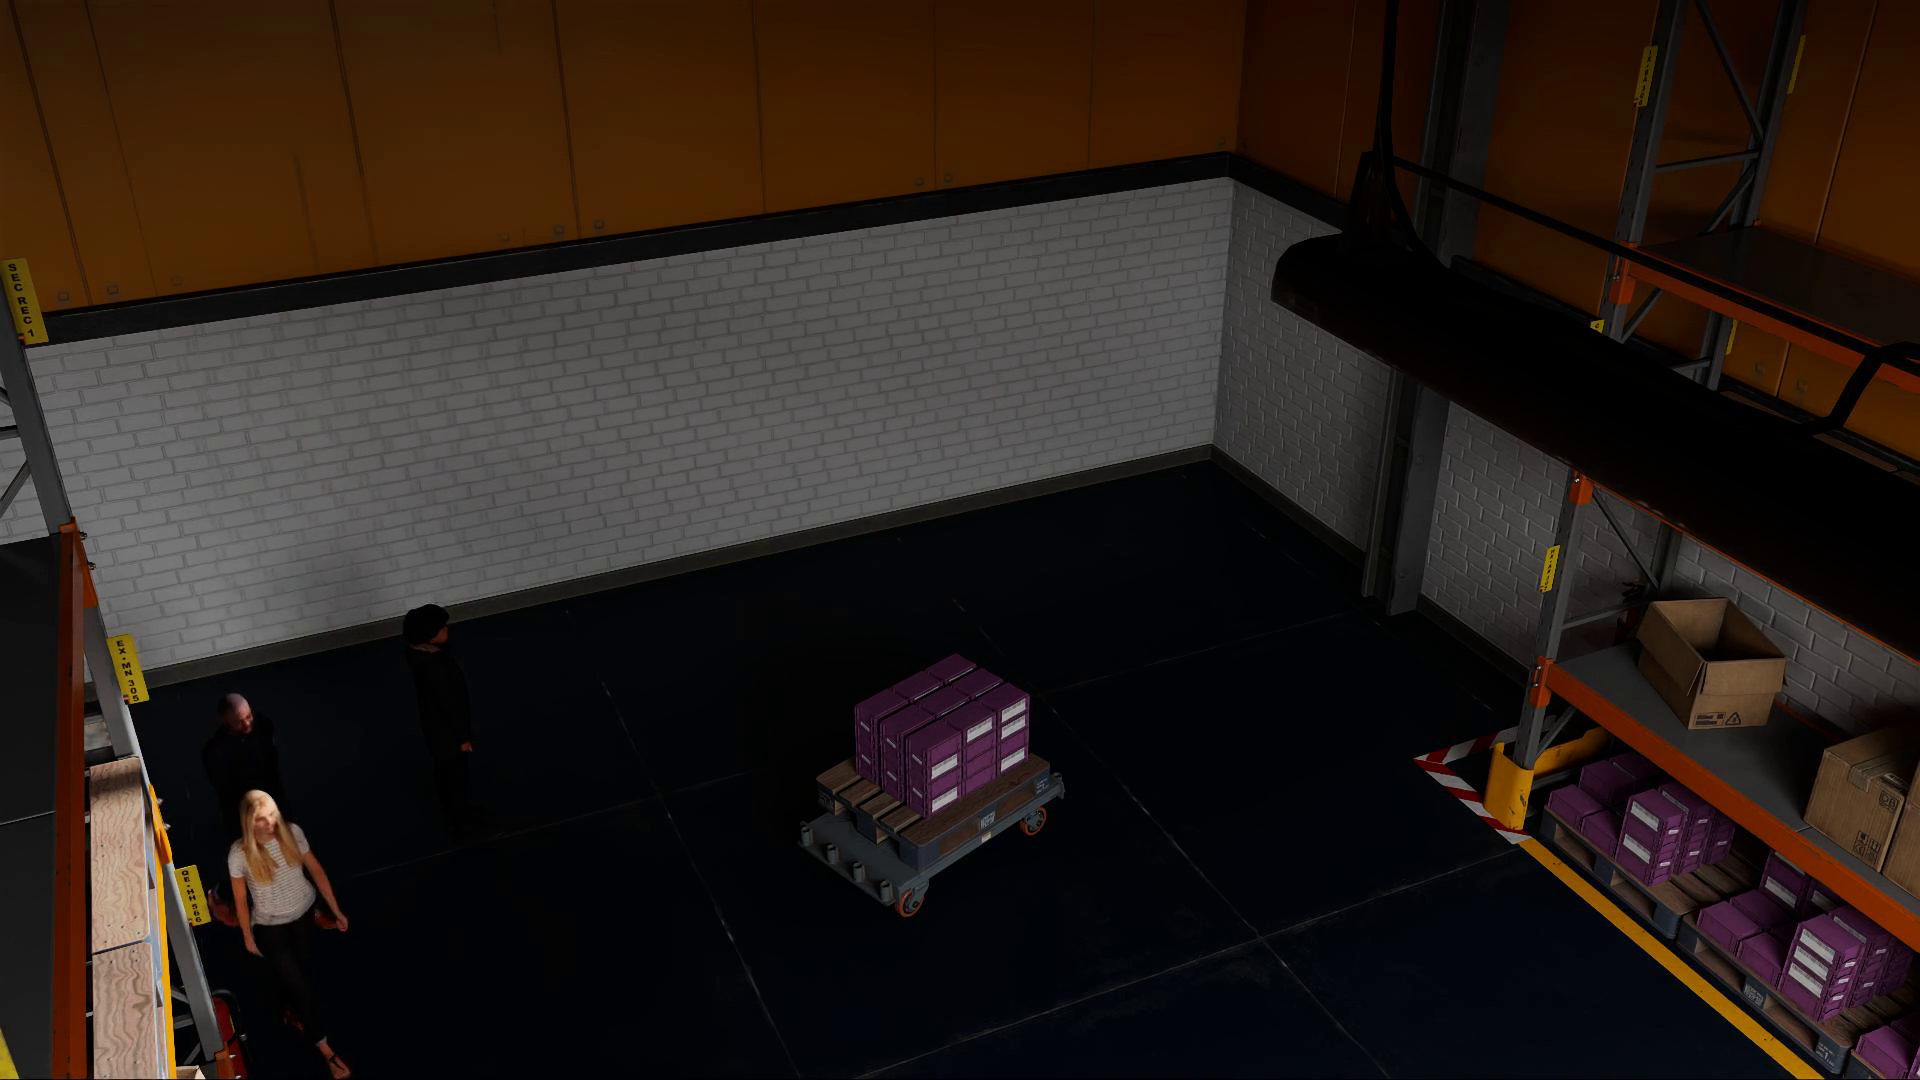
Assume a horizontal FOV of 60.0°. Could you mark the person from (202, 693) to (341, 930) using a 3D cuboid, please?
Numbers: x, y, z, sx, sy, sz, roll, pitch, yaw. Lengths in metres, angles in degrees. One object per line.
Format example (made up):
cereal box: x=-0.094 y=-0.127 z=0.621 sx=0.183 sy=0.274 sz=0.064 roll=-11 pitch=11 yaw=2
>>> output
person: x=-4.299 y=1.666 z=10.009 sx=1.126 sy=1.791 sz=1.077 roll=7 pitch=29 yaw=13

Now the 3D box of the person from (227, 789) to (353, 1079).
person: x=-3.811 y=2.089 z=9.230 sx=1.073 sy=1.795 sz=0.925 roll=17 pitch=33 yaw=28

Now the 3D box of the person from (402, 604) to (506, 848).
person: x=-3.364 y=1.208 z=10.858 sx=0.728 sy=1.781 sz=0.604 roll=-20 pitch=34 yaw=-32
